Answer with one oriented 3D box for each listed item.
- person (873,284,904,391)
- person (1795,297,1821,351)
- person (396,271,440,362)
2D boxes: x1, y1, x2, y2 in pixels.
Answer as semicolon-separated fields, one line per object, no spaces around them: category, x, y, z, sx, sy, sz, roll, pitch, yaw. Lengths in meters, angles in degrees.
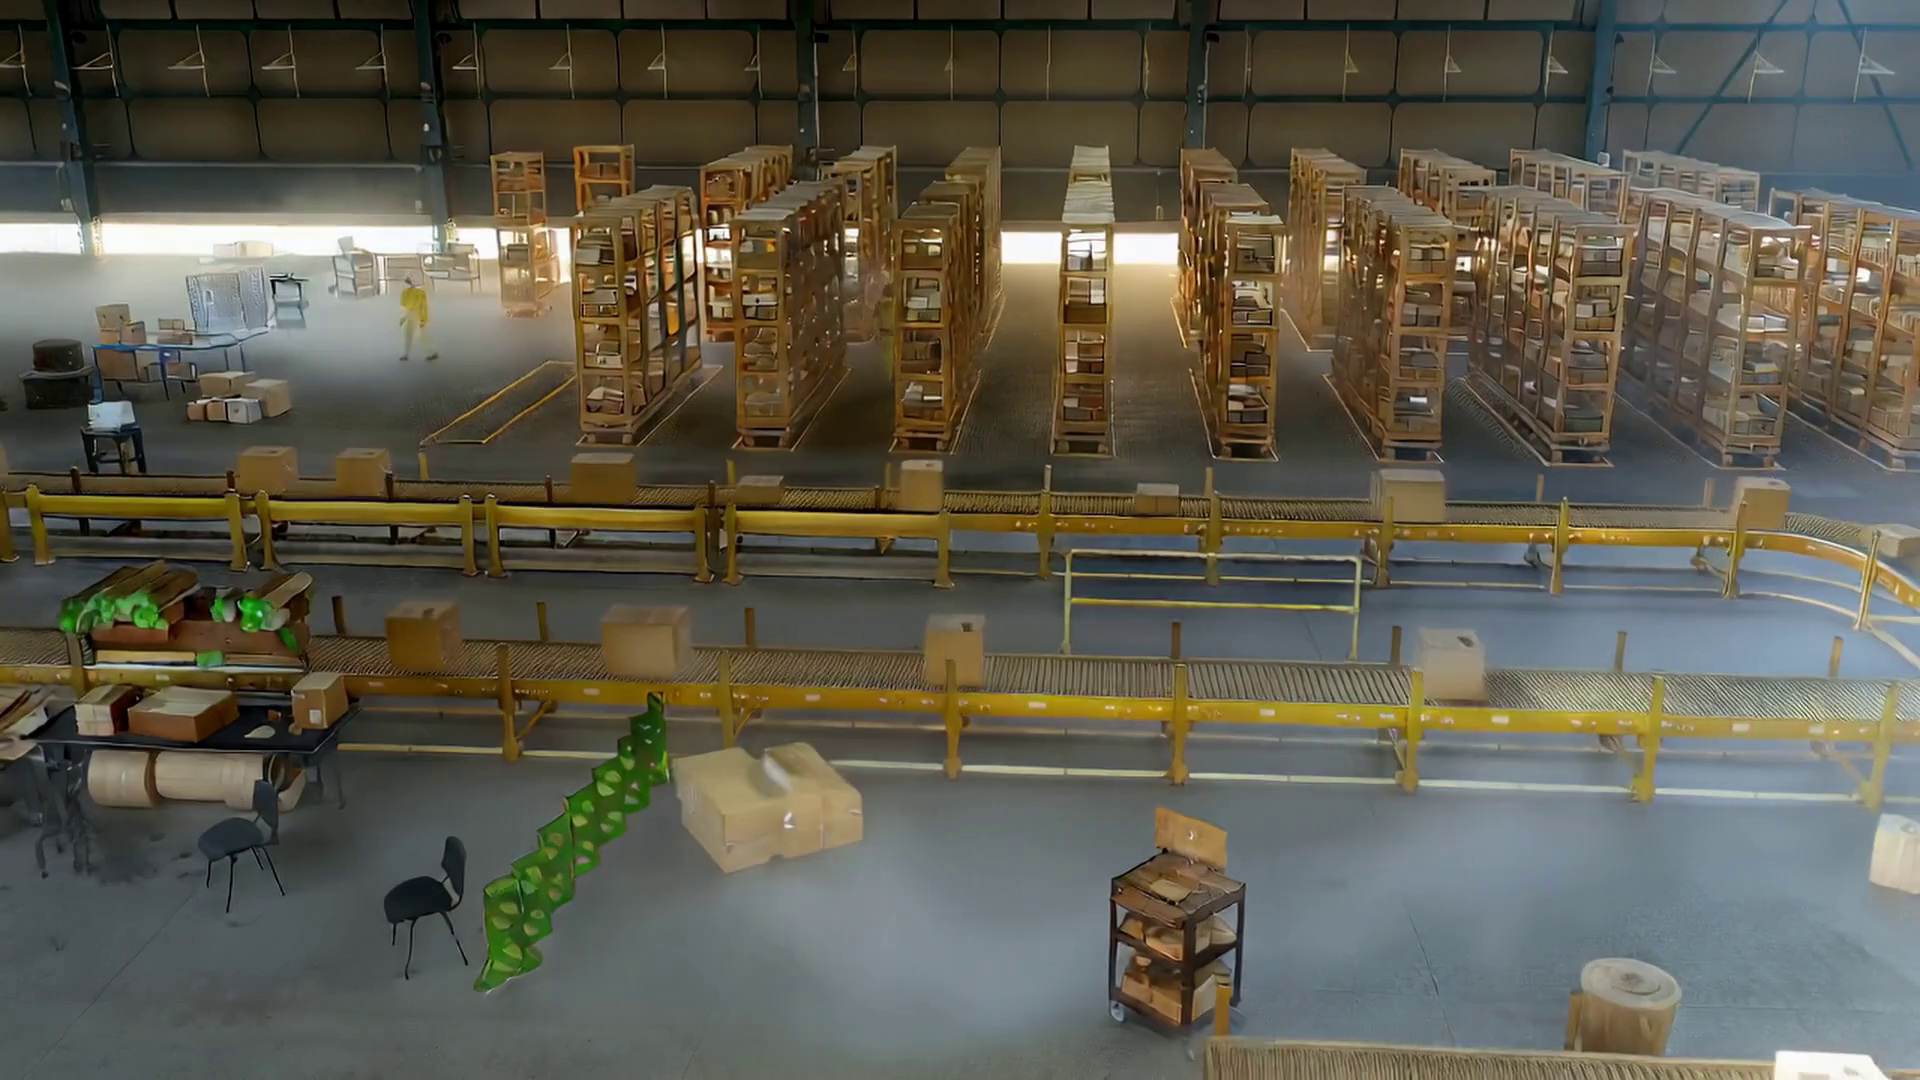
person;-1.260;-3.721;30.247;0.607;1.914;0.952;1;18;3
person;15.903;-4.011;31.273;0.436;1.833;0.579;-2;18;-5
person;-10.683;-4.371;32.511;0.671;1.797;0.612;10;20;29
